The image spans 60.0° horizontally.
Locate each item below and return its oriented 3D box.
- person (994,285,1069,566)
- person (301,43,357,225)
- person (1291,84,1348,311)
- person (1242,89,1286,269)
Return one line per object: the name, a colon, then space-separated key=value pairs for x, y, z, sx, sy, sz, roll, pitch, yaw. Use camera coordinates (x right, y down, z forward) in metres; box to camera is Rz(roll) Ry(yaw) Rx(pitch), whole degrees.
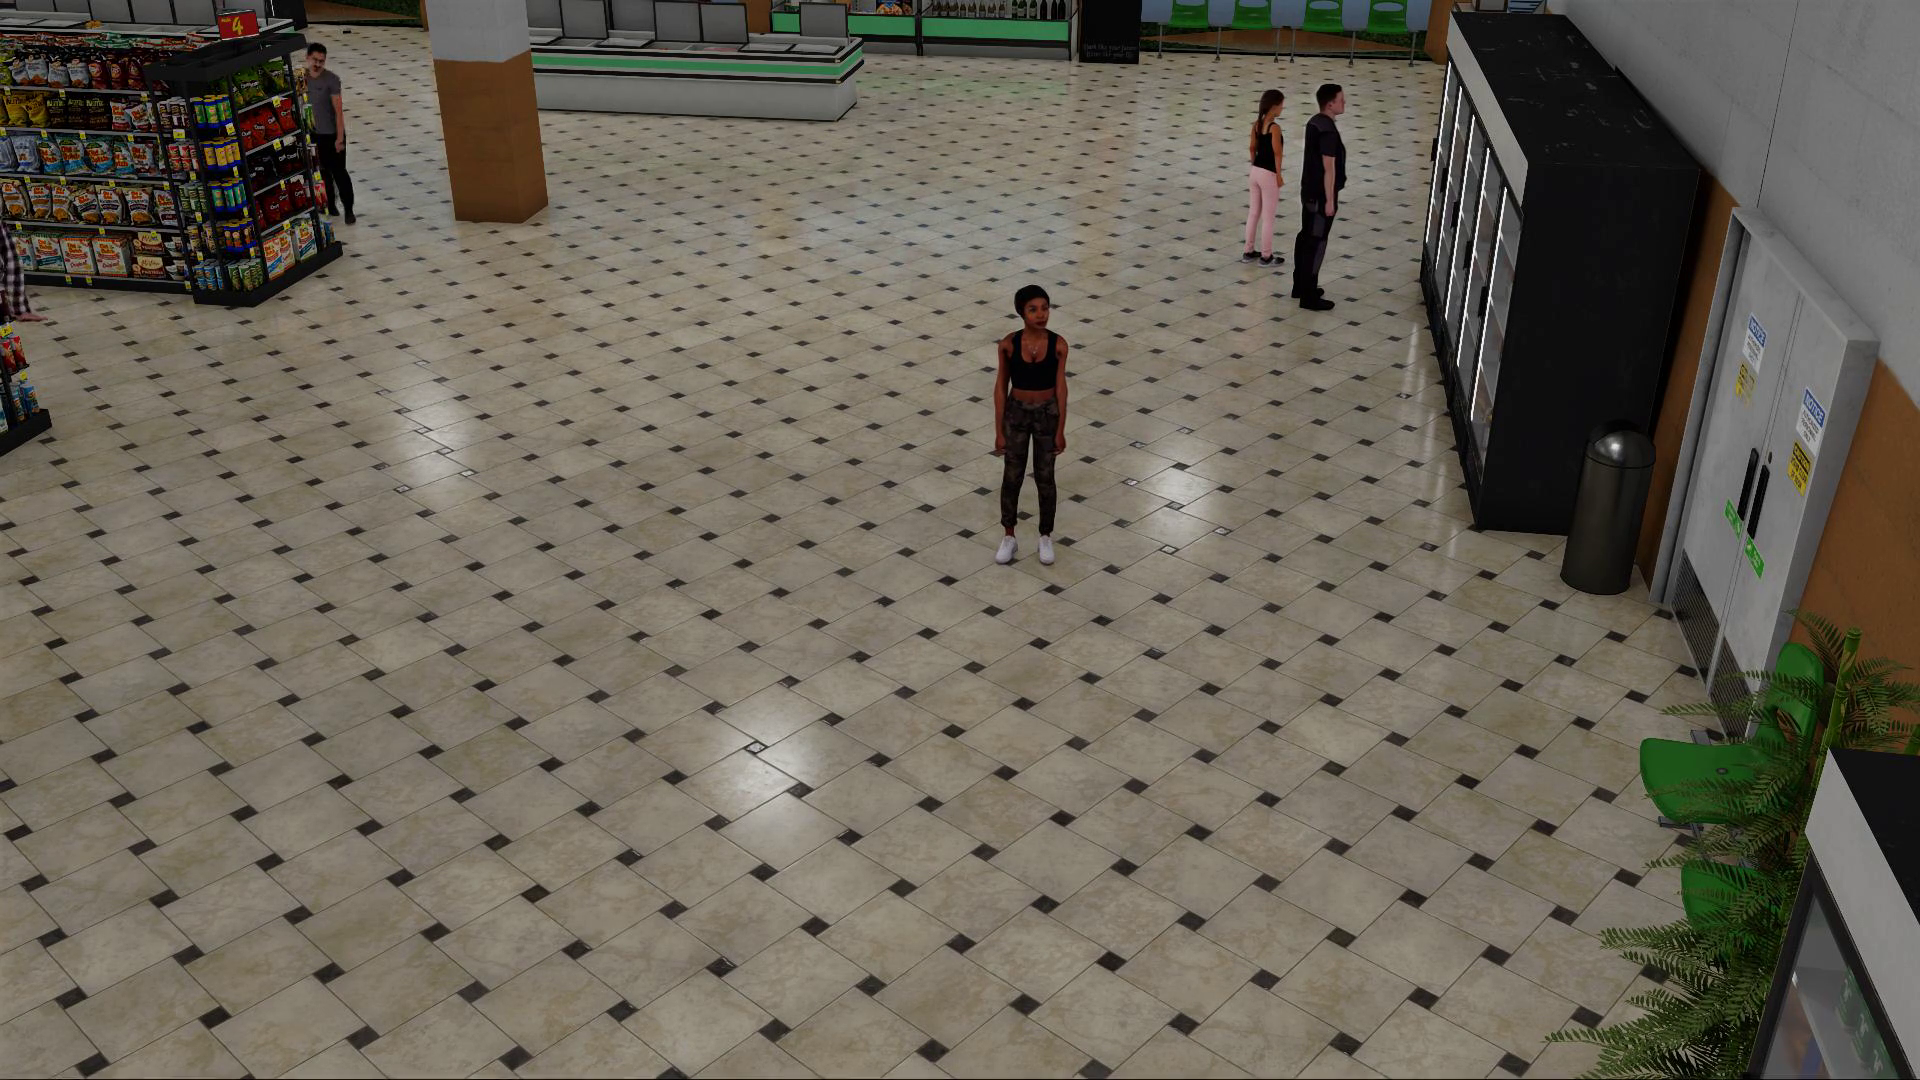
person: x=0.417 y=-0.673 z=9.686 sx=0.484 sy=1.698 sz=0.656 roll=2 pitch=27 yaw=4
person: x=-6.155 y=-3.947 z=16.112 sx=0.631 sy=1.726 sz=0.955 roll=17 pitch=31 yaw=30
person: x=2.995 y=-2.873 z=13.861 sx=0.656 sy=1.845 sz=0.768 roll=0 pitch=27 yaw=-1
person: x=2.735 y=-3.243 z=14.903 sx=0.681 sy=1.564 sz=0.624 roll=-17 pitch=31 yaw=-30
